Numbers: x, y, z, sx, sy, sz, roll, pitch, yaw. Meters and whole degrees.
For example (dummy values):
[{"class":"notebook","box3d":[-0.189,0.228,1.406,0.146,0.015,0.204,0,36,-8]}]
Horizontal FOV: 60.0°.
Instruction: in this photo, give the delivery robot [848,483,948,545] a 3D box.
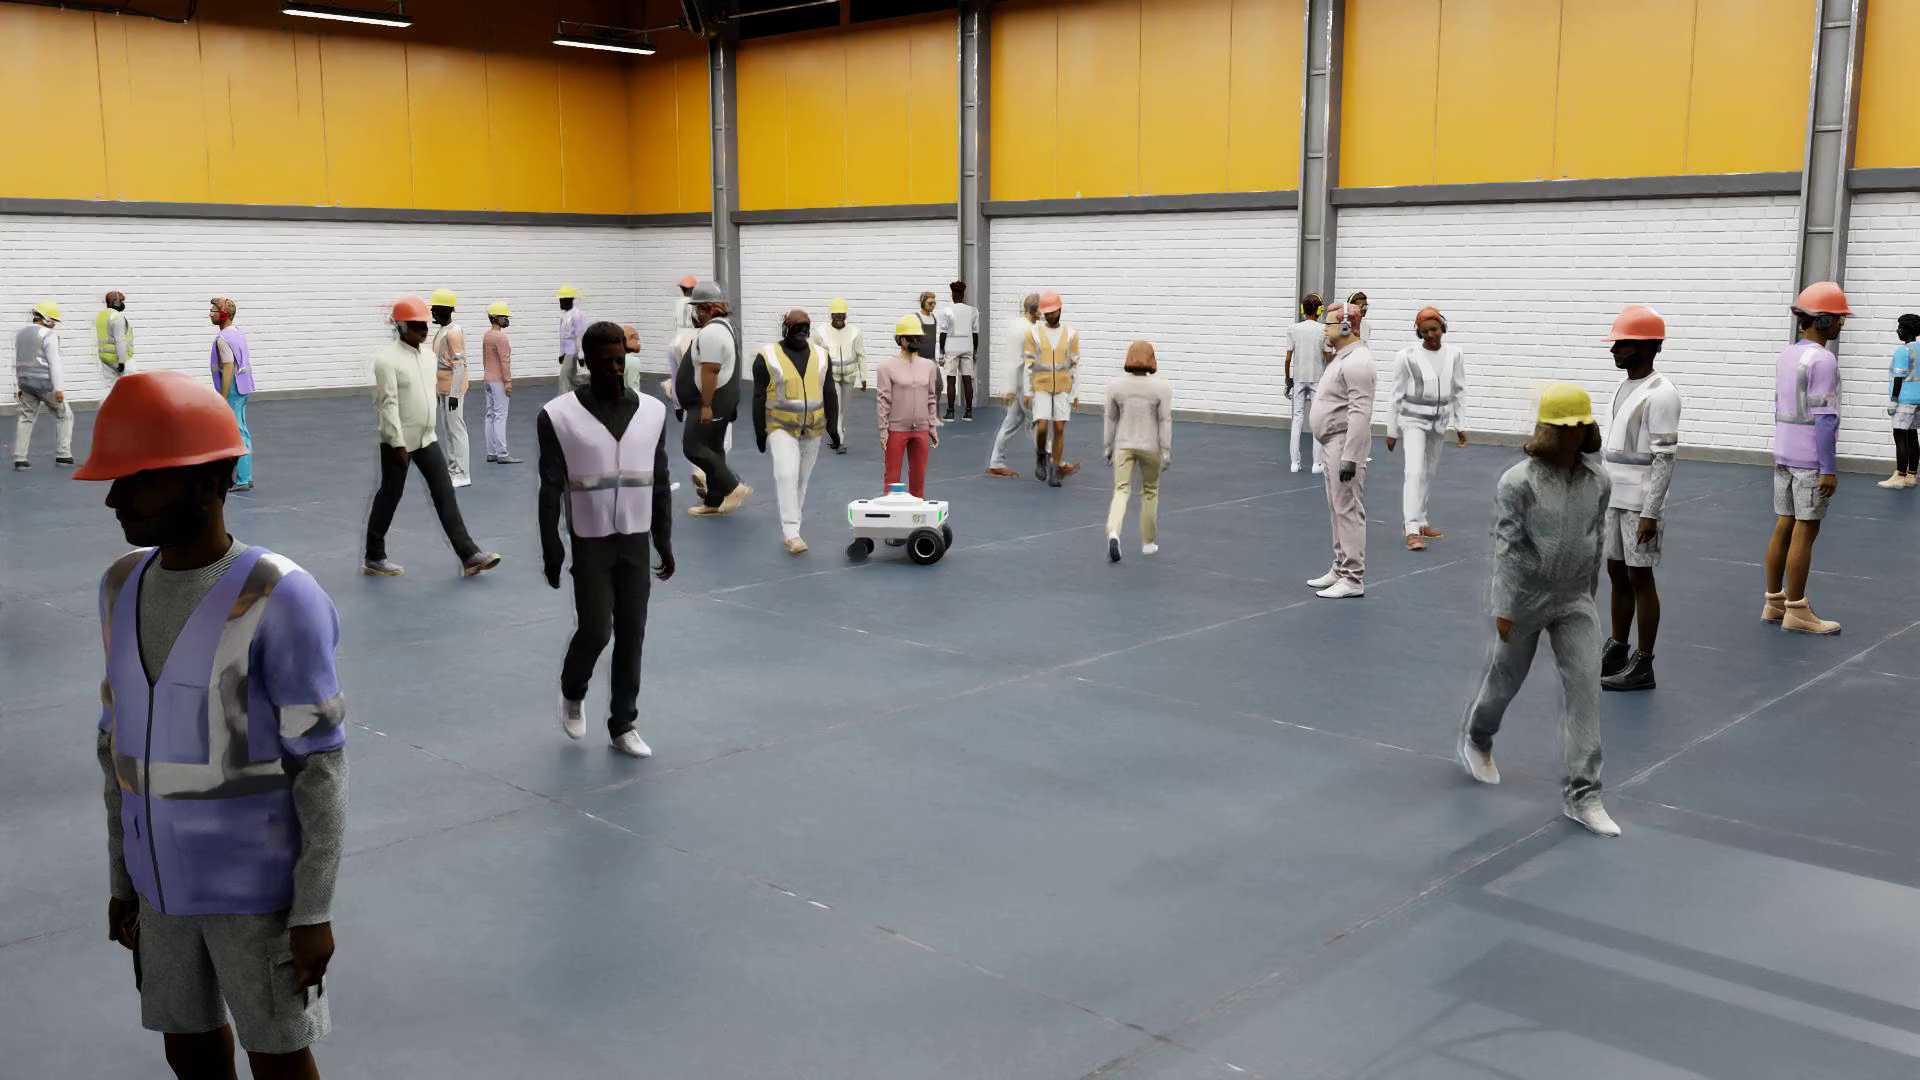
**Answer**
[{"class":"delivery robot","box3d":[-0.451,-0.169,12.108,0.707,0.478,0.477,1,9,7]}]

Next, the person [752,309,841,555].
[{"class":"person","box3d":[-1.181,-0.802,12.430,0.626,1.807,0.848,-5,11,-28]}]

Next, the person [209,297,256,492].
[{"class":"person","box3d":[-6.938,-1.380,15.868,0.389,1.845,0.565,-2,9,-11]}]

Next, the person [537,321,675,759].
[{"class":"person","box3d":[-1.540,0.010,7.260,0.591,1.880,0.463,-7,12,-37]}]

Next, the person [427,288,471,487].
[{"class":"person","box3d":[-4.974,-1.472,16.176,0.361,1.930,0.589,-5,11,-30]}]

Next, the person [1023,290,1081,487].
[{"class":"person","box3d":[0.899,-1.464,16.175,0.570,1.914,0.441,-1,9,-6]}]

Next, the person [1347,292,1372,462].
[{"class":"person","box3d":[4.330,-1.775,18.222,0.527,1.871,0.322,-7,11,-36]}]

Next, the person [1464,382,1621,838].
[{"class":"person","box3d":[2.287,0.215,6.531,0.484,1.696,0.912,-2,9,-10]}]

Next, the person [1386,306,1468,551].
[{"class":"person","box3d":[3.575,-0.861,12.758,0.607,1.847,0.796,-3,10,-18]}]

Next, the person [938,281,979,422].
[{"class":"person","box3d":[-0.022,-2.624,23.161,0.600,1.958,0.372,-4,10,-25]}]

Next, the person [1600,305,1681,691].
[{"class":"person","box3d":[3.372,-0.206,8.388,0.360,1.939,0.543,-1,9,-4]}]

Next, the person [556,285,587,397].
[{"class":"person","box3d":[-5.574,-2.733,24.027,0.869,1.902,0.591,-5,10,-28]}]

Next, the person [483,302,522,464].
[{"class":"person","box3d":[-5.031,-1.716,18.181,0.329,1.765,0.526,-7,12,-37]}]

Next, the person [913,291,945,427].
[{"class":"person","box3d":[-0.440,-2.375,22.036,0.509,1.823,0.585,-8,12,-40]}]

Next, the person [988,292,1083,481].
[{"class":"person","box3d":[0.742,-1.525,16.668,1.016,1.876,0.652,2,9,10]}]

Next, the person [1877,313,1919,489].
[{"class":"person","box3d":[9.165,-1.339,16.111,0.531,1.689,0.319,-8,12,-39]}]

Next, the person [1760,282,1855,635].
[{"class":"person","box3d":[4.958,-0.475,9.712,0.368,2.046,0.608,1,9,3]}]

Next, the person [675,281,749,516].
[{"class":"person","box3d":[-2.129,-1.186,14.083,0.550,2.000,0.703,0,9,1]}]

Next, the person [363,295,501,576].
[{"class":"person","box3d":[-3.704,-0.692,11.366,1.040,1.933,0.651,4,10,21]}]

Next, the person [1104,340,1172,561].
[{"class":"person","box3d":[1.287,-0.655,12.146,0.515,1.610,0.738,3,10,19]}]

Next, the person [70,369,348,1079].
[{"class":"person","box3d":[-1.435,0.644,3.176,0.552,1.935,0.368,4,10,22]}]

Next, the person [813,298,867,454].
[{"class":"person","box3d":[-1.393,-1.909,19.307,0.611,1.786,0.924,-3,10,-15]}]

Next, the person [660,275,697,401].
[{"class":"person","box3d":[-4.357,-3.158,26.239,0.808,2.024,0.622,-6,11,-32]}]

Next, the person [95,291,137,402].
[{"class":"person","box3d":[-11.262,-2.432,22.404,0.624,1.816,0.732,6,11,33]}]

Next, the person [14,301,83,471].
[{"class":"person","box3d":[-9.671,-1.618,17.554,0.679,1.765,0.710,4,10,24]}]

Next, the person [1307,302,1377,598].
[{"class":"person","box3d":[2.461,-0.579,10.775,0.403,1.906,0.651,1,9,4]}]

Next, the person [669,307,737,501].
[{"class":"person","box3d":[-2.315,-1.229,15.000,0.654,1.826,0.617,3,10,18]}]

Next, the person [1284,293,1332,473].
[{"class":"person","box3d":[3.639,-1.630,17.329,0.532,1.869,0.310,4,10,25]}]

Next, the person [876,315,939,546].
[{"class":"person","box3d":[-0.398,-0.841,12.799,0.525,1.772,0.304,-6,11,-32]}]

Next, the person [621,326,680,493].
[{"class":"person","box3d":[-2.978,-1.152,15.212,0.751,1.594,0.511,-9,13,-43]}]
